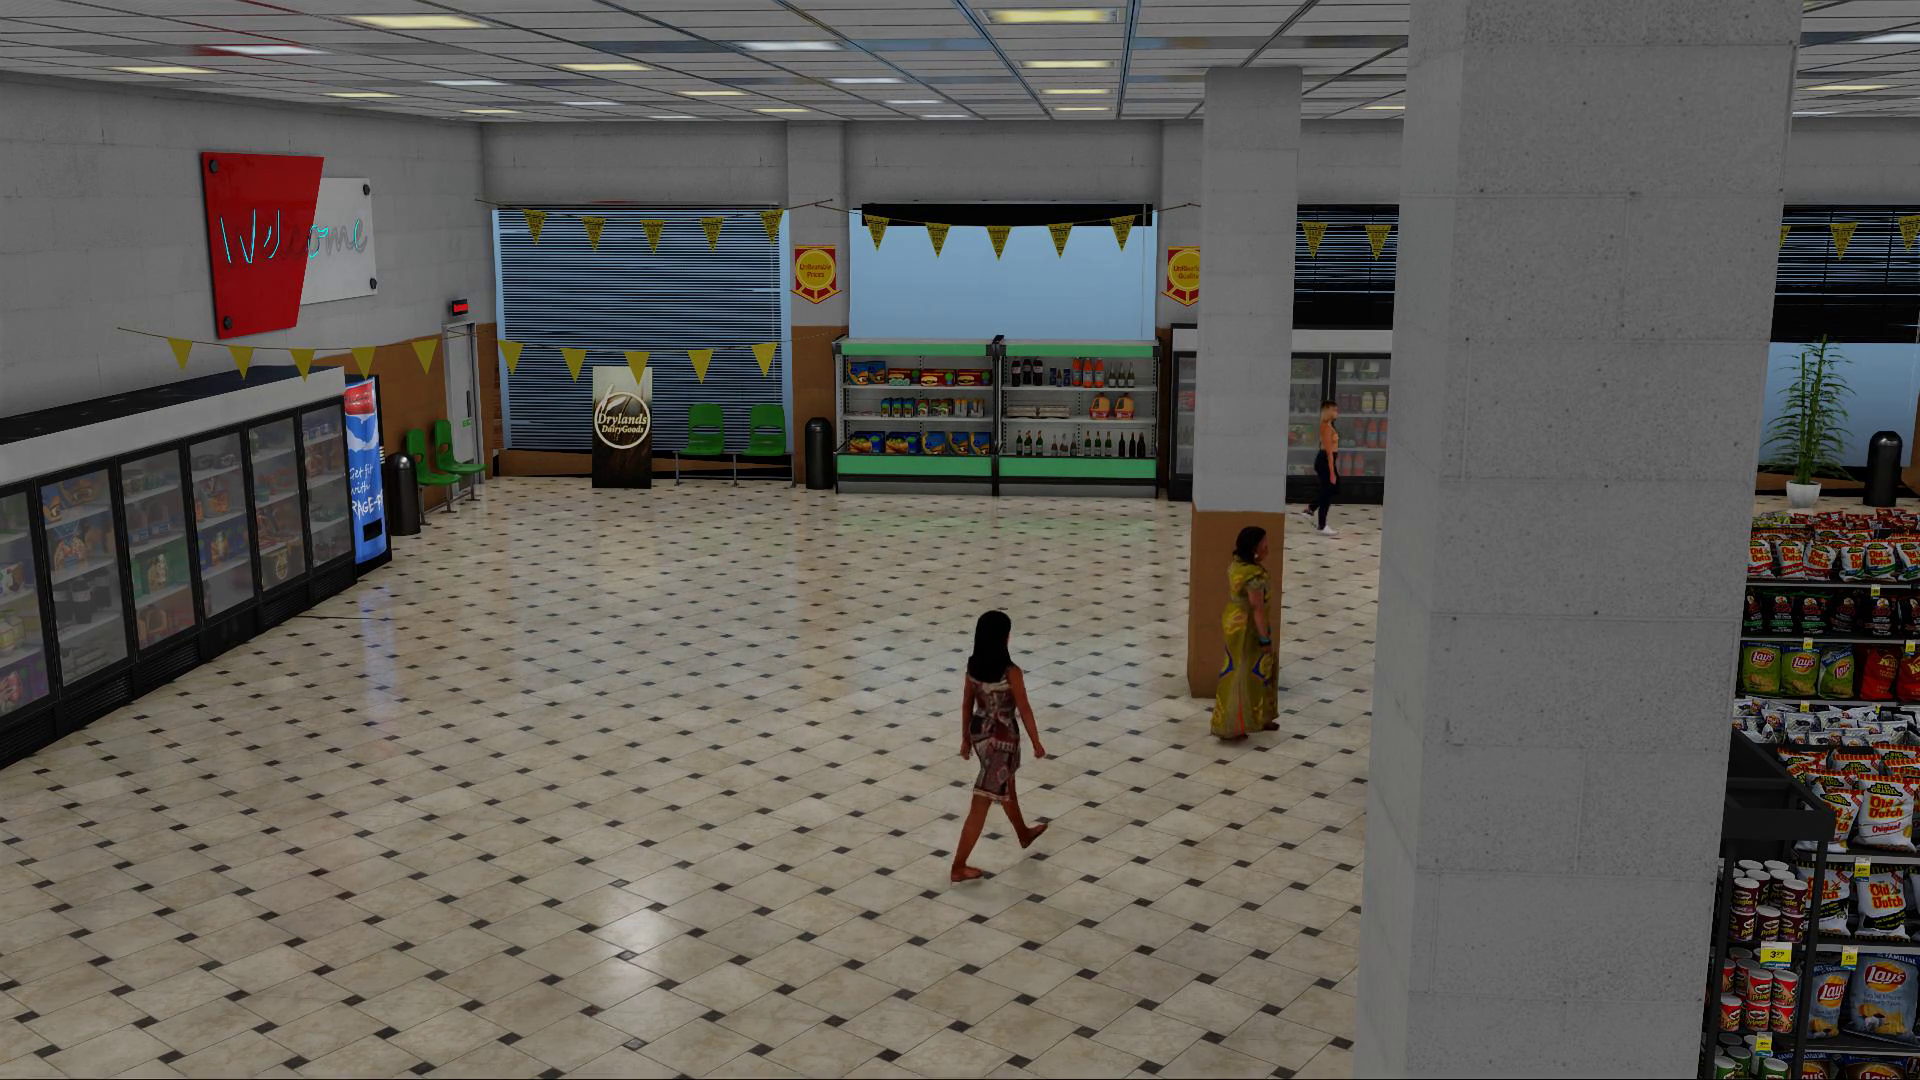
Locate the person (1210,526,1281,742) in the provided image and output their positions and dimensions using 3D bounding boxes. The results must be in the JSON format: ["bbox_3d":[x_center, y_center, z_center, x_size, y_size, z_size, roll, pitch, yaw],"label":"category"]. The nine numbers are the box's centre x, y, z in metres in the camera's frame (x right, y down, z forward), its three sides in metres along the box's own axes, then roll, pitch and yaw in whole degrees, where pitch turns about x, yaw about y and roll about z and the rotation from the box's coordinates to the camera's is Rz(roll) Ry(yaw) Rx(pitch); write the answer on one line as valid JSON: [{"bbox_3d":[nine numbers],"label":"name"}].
[{"bbox_3d":[2.056,0.711,12.421,0.869,1.641,0.835,-1,12,-3],"label":"person"}]

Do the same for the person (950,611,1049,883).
[{"bbox_3d":[0.150,1.264,9.907,1.160,1.596,1.114,-10,16,-40],"label":"person"}]

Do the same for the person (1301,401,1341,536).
[{"bbox_3d":[4.308,-0.853,19.911,0.739,1.617,0.646,3,12,15],"label":"person"}]
